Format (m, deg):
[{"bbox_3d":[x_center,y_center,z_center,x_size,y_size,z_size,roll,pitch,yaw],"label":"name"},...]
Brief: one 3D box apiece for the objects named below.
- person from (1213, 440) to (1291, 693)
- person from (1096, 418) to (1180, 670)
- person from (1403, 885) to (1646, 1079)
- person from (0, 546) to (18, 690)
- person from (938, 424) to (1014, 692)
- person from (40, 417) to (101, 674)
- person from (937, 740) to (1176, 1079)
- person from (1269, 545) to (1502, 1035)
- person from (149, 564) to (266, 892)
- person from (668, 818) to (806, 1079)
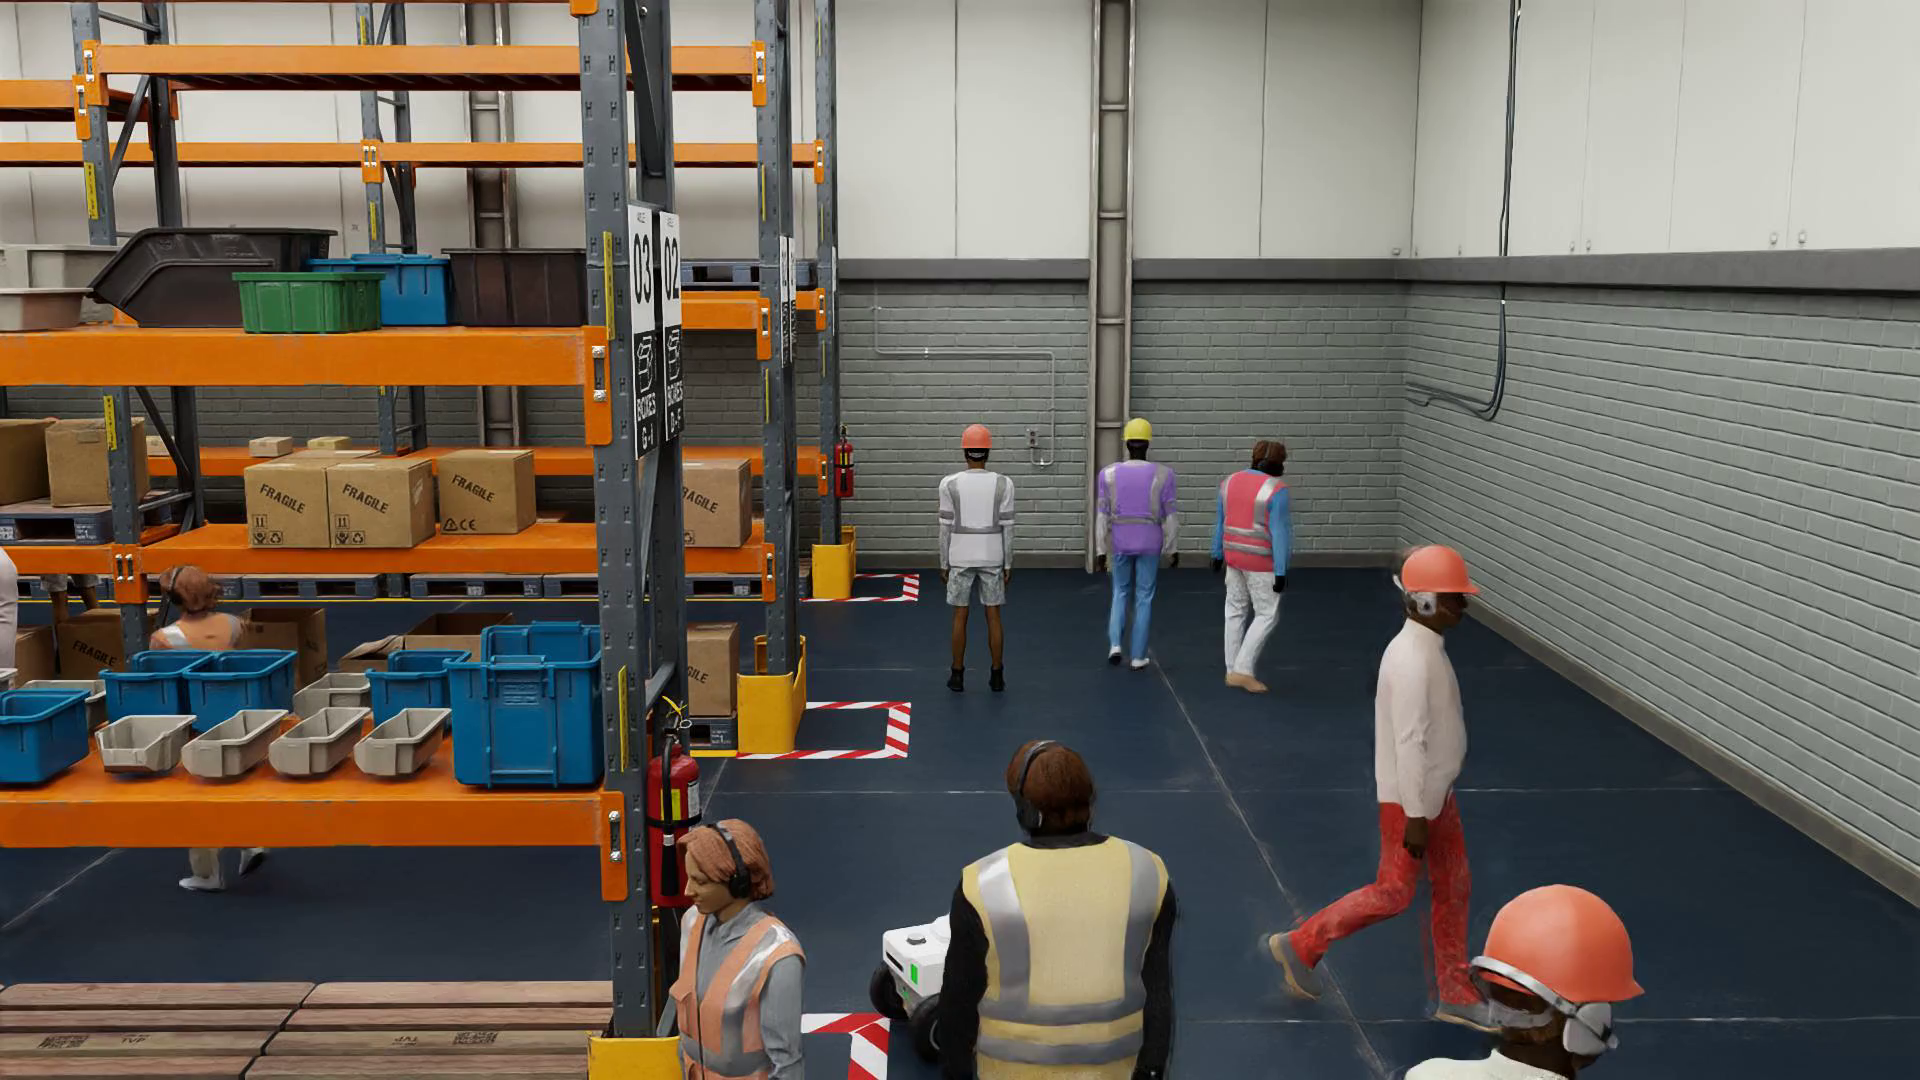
[{"bbox_3d":[2.073,0.181,12.016,0.464,1.826,0.800,-7,12,-37],"label":"person"},{"bbox_3d":[1.355,0.030,12.633,0.603,1.910,0.452,3,10,18],"label":"person"},{"bbox_3d":[1.003,1.584,2.930,0.454,1.967,0.636,-4,10,-22],"label":"person"},{"bbox_3d":[-5.196,0.670,8.725,0.638,1.909,0.408,6,11,34],"label":"person"},{"bbox_3d":[0.116,0.132,11.980,0.542,1.928,0.400,0,9,-1],"label":"person"},{"bbox_3d":[-6.736,0.043,12.508,0.373,1.928,0.543,8,12,41],"label":"person"},{"bbox_3d":[0.256,1.423,4.494,0.627,1.793,0.983,-2,9,-12],"label":"person"},{"bbox_3d":[1.753,0.983,6.633,0.903,1.968,0.622,5,10,27],"label":"person"},{"bbox_3d":[-3.681,0.921,8.063,0.362,1.628,0.516,4,10,23],"label":"person"},{"bbox_3d":[-0.572,1.518,4.378,0.318,1.631,0.524,-8,12,-40],"label":"person"}]
